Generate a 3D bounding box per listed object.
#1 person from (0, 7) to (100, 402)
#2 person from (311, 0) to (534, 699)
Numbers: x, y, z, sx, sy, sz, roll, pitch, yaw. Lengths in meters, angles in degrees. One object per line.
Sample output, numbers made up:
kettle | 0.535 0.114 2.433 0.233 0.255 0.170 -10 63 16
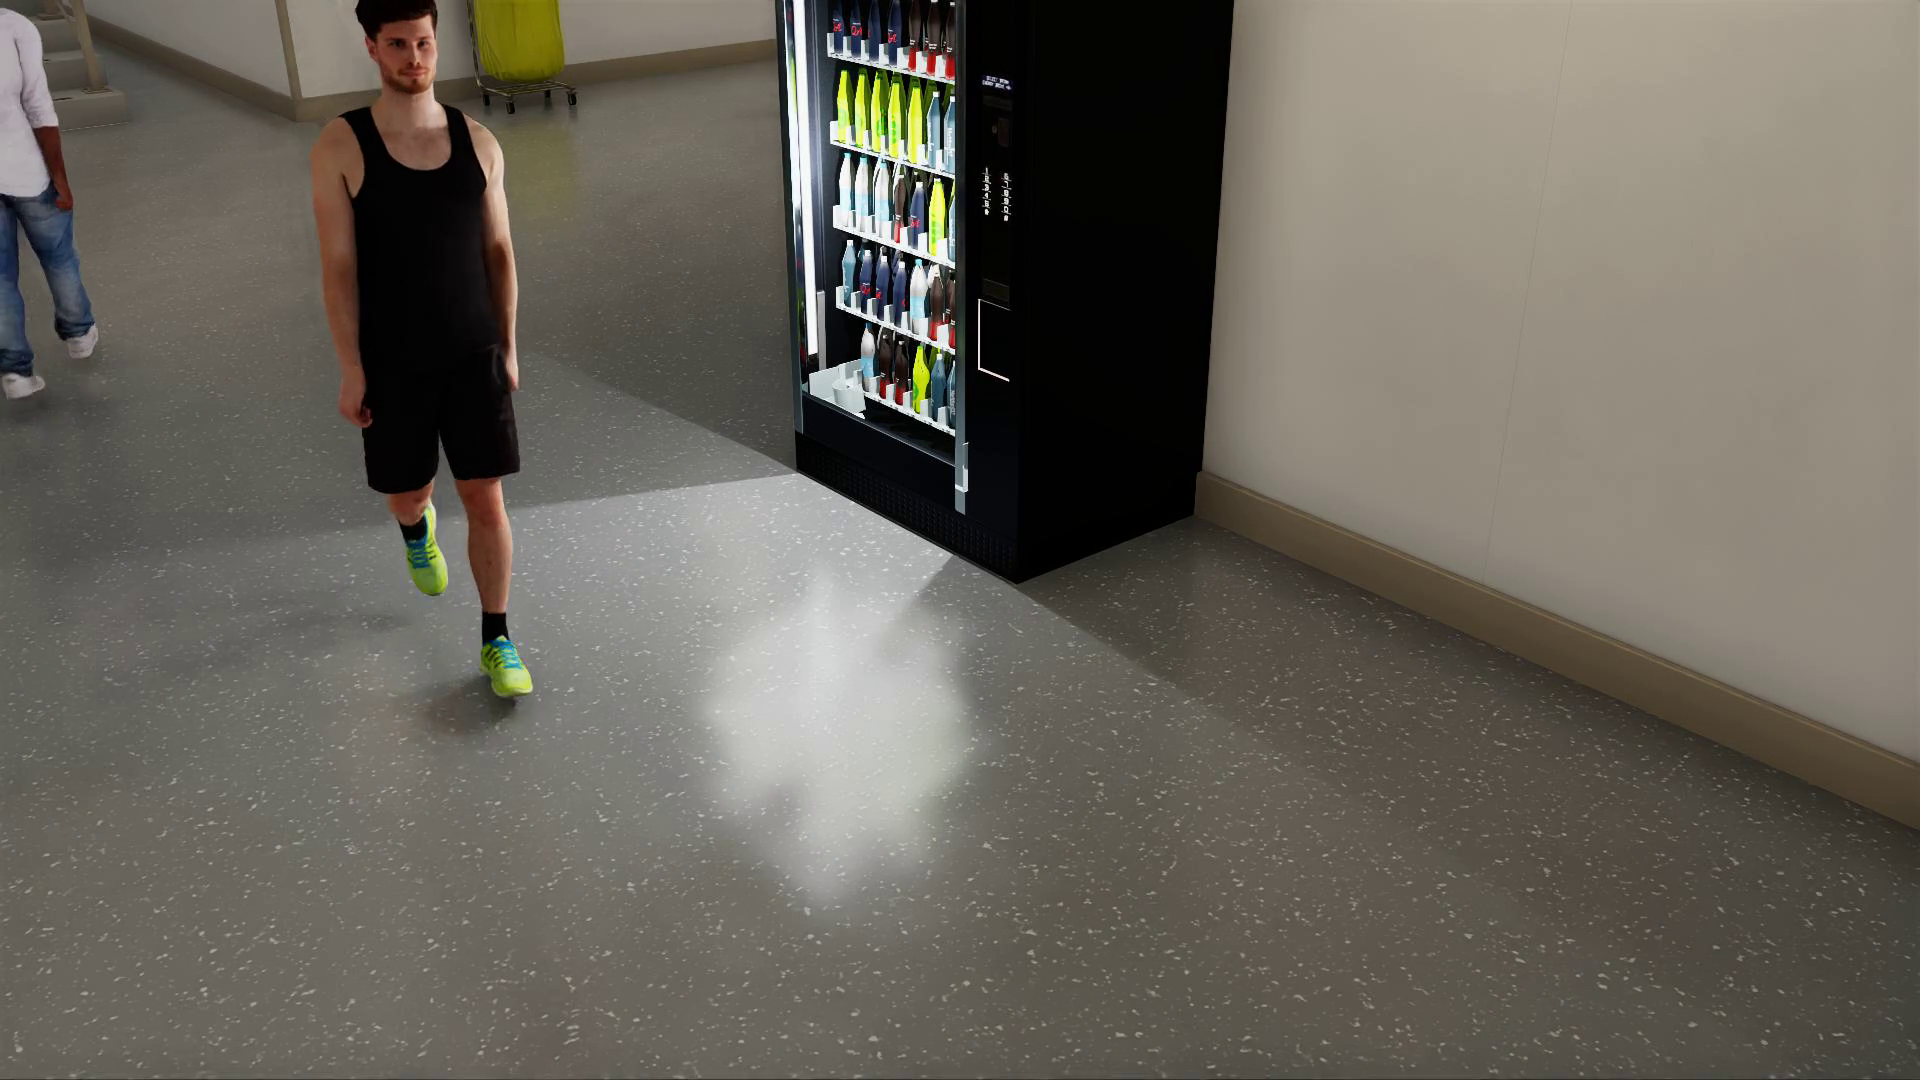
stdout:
person | -3.734 -1.406 6.436 0.969 1.772 1.258 -7 27 -14
person | -1.453 -0.523 4.494 0.828 1.868 1.150 -13 29 -25
